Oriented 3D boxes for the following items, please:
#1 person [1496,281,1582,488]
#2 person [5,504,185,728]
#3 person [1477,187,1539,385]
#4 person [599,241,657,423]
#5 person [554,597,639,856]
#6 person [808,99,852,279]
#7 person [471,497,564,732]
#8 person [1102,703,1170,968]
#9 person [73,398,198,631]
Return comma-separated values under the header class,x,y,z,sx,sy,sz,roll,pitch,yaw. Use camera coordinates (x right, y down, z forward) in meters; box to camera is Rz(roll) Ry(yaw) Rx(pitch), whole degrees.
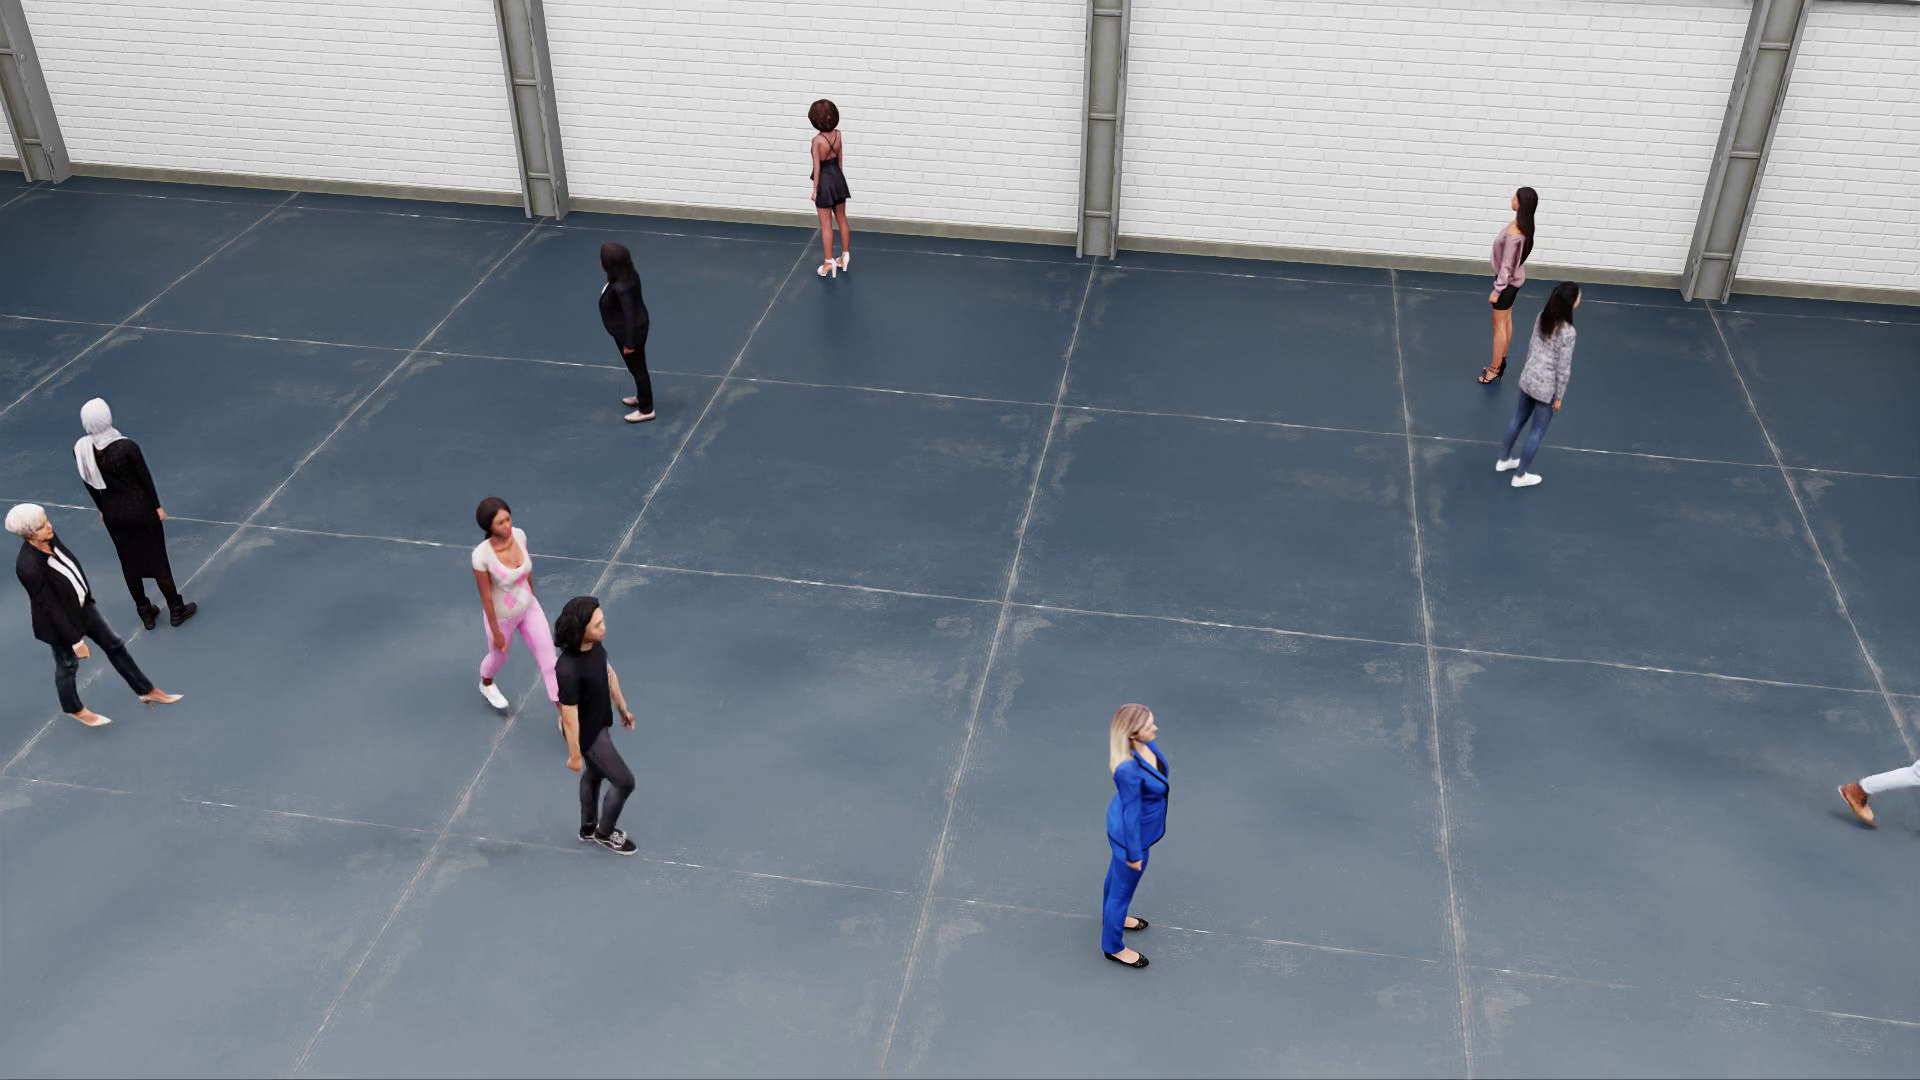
class,x,y,z,sx,sy,sz,roll,pitch,yaw
person,4.542,-1.228,13.057,0.725,1.724,0.706,-12,35,-17
person,-5.629,0.471,10.382,0.991,1.762,0.892,-1,34,-2
person,4.765,-2.205,14.449,0.660,1.811,0.685,20,38,27
person,-2.765,-1.764,13.966,0.733,1.612,0.725,-6,34,-8
person,-2.202,1.060,9.531,0.693,1.818,0.679,0,34,0
person,-1.277,-3.453,16.347,0.698,1.789,0.664,28,43,35
person,-2.898,0.471,10.531,1.247,1.692,0.985,24,40,31
person,0.898,1.554,8.894,0.548,1.701,0.621,4,34,6
person,-5.690,-0.166,11.409,0.540,1.780,0.705,-1,34,-2
